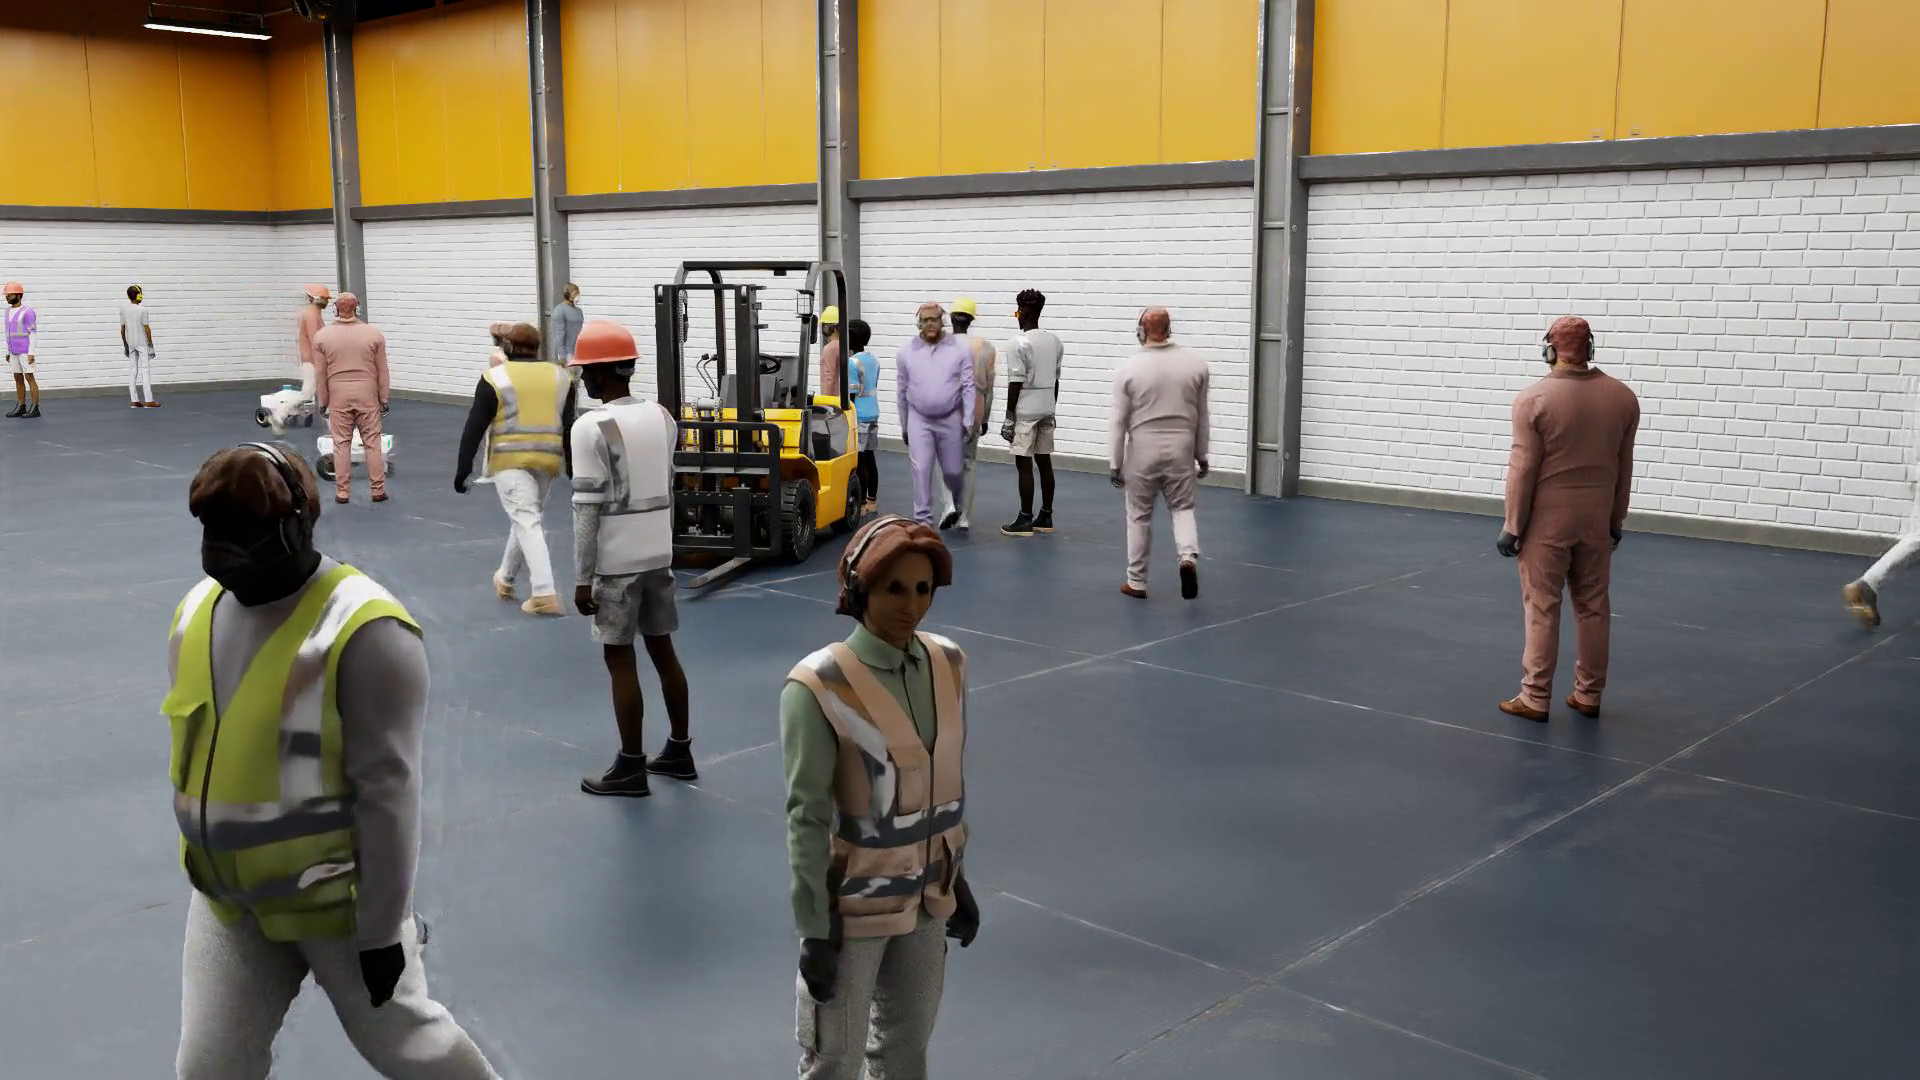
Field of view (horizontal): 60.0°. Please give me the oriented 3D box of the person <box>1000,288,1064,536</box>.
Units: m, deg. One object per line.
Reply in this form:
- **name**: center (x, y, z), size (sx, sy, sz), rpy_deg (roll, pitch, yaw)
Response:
- **person**: center (0.562, -1.013, 13.248), size (0.365, 1.965, 0.608), rpy_deg (8, 12, 42)

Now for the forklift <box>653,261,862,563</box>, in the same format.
- **forklift**: center (-1.552, -1.040, 12.721), size (1.214, 2.155, 2.313), rpy_deg (2, 9, 11)

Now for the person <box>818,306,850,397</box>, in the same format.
- **person**: center (-1.191, -1.327, 15.781), size (0.304, 1.772, 0.525), rpy_deg (2, 10, 14)

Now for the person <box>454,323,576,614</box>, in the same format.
- **person**: center (-2.766, -0.450, 10.388), size (0.735, 1.782, 0.978), rpy_deg (-8, 12, -41)

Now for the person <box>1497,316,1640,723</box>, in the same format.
- **person**: center (2.823, -0.092, 7.813), size (0.639, 1.902, 0.406), rpy_deg (-2, 9, -12)

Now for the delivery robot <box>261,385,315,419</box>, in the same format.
- **delivery robot**: center (-9.016, -1.835, 22.319), size (0.707, 0.478, 0.477), rpy_deg (4, 10, 22)

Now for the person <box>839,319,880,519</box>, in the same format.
- **person**: center (-0.860, -1.030, 14.172), size (0.318, 1.699, 0.535), rpy_deg (3, 10, 20)

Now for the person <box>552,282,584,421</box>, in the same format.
- **person**: center (-5.219, -2.484, 22.352), size (0.373, 1.940, 0.629), rpy_deg (2, 10, 15)

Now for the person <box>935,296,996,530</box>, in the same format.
- **person**: center (-0.005, -1.009, 13.419), size (0.594, 1.902, 0.415), rpy_deg (-1, 9, -9)

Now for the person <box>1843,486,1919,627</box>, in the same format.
- **person**: center (5.678, -0.368, 9.652), size (0.902, 1.848, 0.615), rpy_deg (-1, 9, -4)

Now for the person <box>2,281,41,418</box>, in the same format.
- **person**: center (-13.400, -2.702, 23.692), size (0.543, 1.940, 0.361), rpy_deg (4, 10, 22)

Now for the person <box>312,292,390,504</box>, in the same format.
- **person**: center (-5.496, -1.282, 15.073), size (0.641, 1.912, 0.410), rpy_deg (-3, 10, -18)

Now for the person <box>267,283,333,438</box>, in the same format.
- **person**: center (-8.154, -2.232, 20.776), size (0.932, 1.955, 0.628), rpy_deg (-2, 9, -12)

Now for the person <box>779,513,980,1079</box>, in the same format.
- **person**: center (-0.157, 0.760, 3.389), size (0.313, 1.638, 0.513), rpy_deg (8, 12, 39)

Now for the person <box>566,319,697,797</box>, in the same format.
- **person**: center (-1.371, 0.073, 6.751), size (0.428, 1.924, 0.558), rpy_deg (6, 11, 31)

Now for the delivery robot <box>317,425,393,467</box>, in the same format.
- **delivery robot**: center (-6.127, -0.945, 16.865), size (0.707, 0.478, 0.477), rpy_deg (-3, 10, -17)

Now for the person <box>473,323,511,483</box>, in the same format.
- **person**: center (-4.389, -1.329, 16.342), size (0.852, 1.606, 0.505), rpy_deg (4, 10, 23)

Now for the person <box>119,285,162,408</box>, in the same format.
- **person**: center (-12.555, -2.952, 25.429), size (0.520, 1.874, 0.327), rpy_deg (2, 9, 11)

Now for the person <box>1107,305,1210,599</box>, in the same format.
- **person**: center (1.264, -0.537, 10.553), size (0.694, 1.891, 0.649), rpy_deg (-1, 9, -9)

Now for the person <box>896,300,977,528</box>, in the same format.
- **person**: center (-0.190, -0.950, 13.131), size (0.643, 1.880, 0.773), rpy_deg (0, 9, 1)

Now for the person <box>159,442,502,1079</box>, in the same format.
- **person**: center (-1.293, 0.678, 3.415), size (0.625, 1.799, 0.965), rpy_deg (4, 10, 25)
